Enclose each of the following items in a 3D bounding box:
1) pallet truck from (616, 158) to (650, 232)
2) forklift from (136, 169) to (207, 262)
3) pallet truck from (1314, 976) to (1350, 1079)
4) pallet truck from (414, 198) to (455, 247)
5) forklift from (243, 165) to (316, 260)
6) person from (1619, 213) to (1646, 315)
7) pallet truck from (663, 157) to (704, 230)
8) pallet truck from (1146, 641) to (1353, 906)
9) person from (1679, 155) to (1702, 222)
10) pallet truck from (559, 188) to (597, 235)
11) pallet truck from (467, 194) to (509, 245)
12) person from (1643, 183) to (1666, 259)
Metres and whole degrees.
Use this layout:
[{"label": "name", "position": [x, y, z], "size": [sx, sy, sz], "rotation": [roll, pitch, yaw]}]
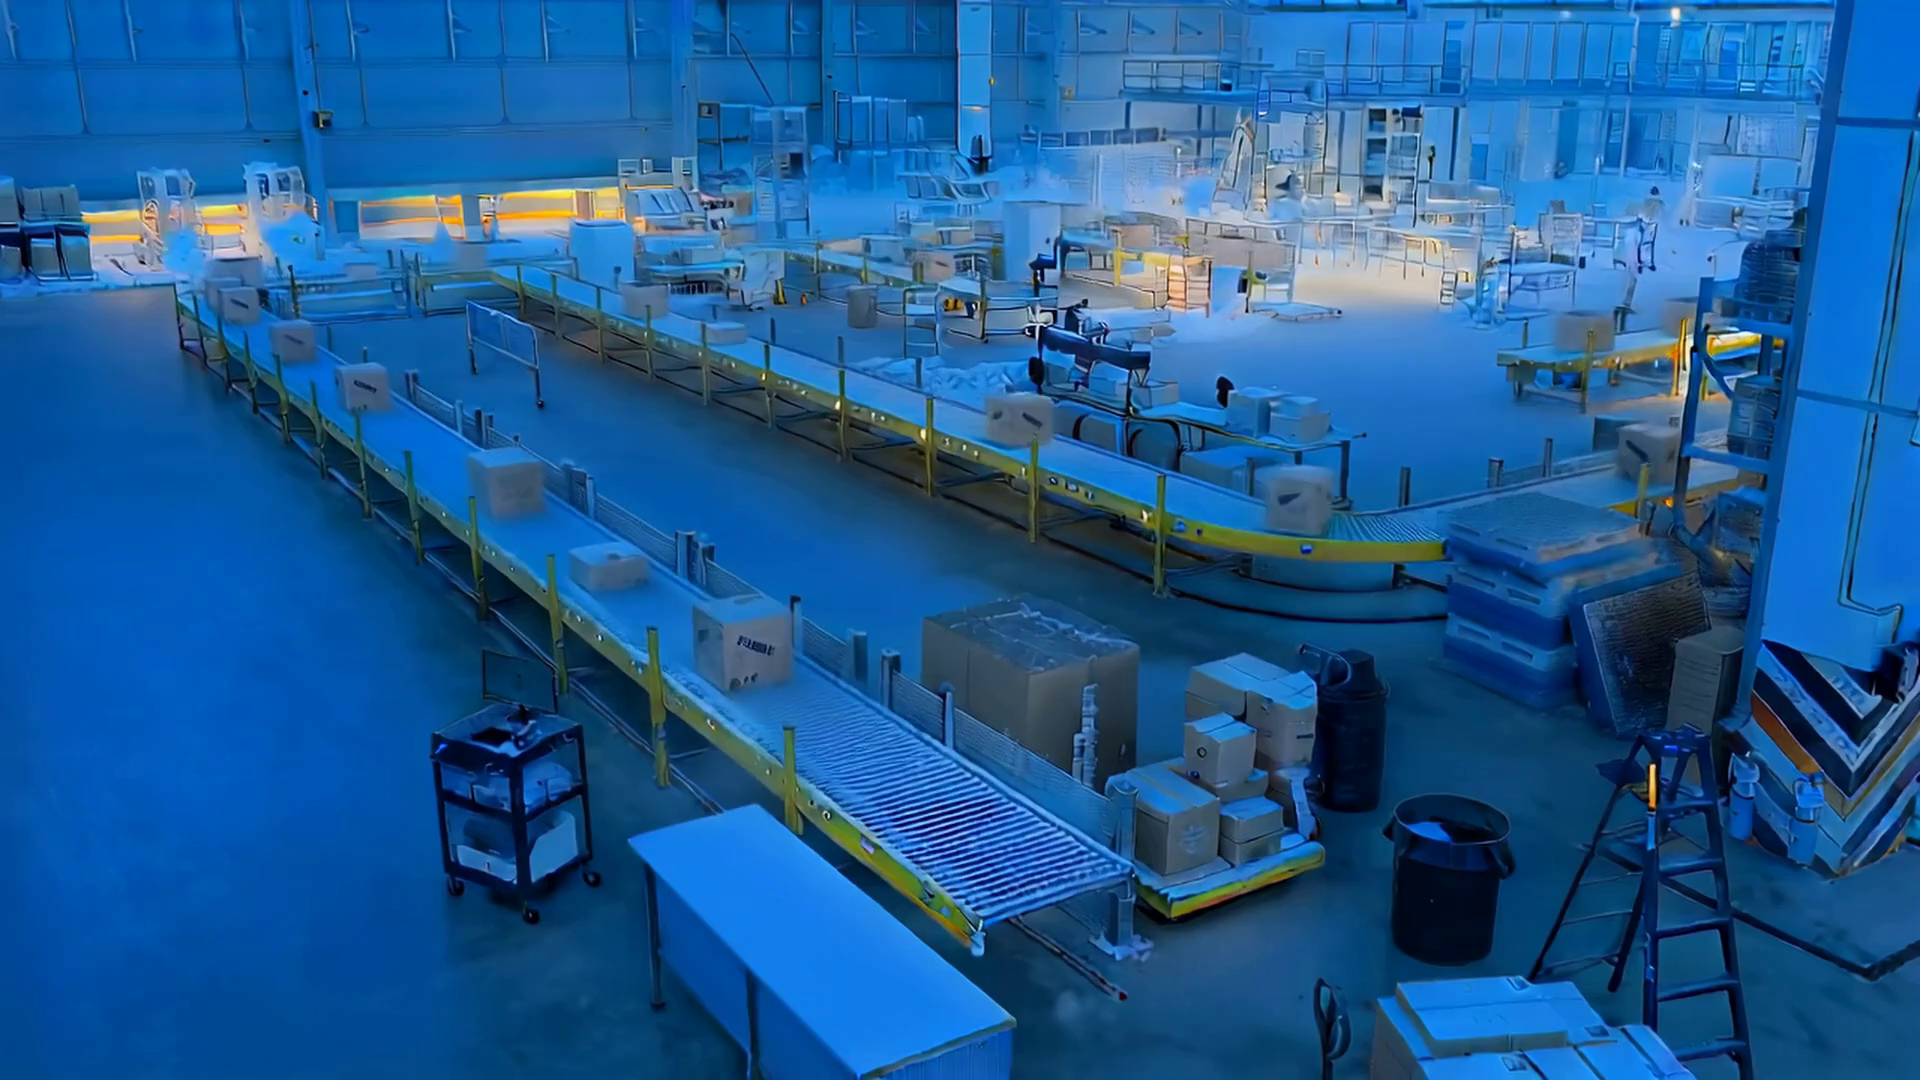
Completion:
[{"label": "pallet truck", "position": [-8.918, -9.176, 44.255], "size": [0.823, 1.965, 1.885], "rotation": [-9, 19, -27]}, {"label": "forklift", "position": [-17.842, -7.318, 37.559], "size": [1.157, 1.987, 2.680], "rotation": [-10, 20, -31]}, {"label": "pallet truck", "position": [2.299, 2.390, 7.086], "size": [1.601, 1.201, 0.680], "rotation": [-2, 17, -7]}, {"label": "pallet truck", "position": [-13.250, -8.060, 41.856], "size": [0.680, 1.201, 1.601], "rotation": [-10, 20, -31]}, {"label": "forklift", "position": [-15.898, -7.669, 38.708], "size": [1.157, 1.987, 2.680], "rotation": [-11, 20, -33]}, {"label": "person", "position": [12.609, -5.169, 31.137], "size": [0.336, 1.873, 0.521], "rotation": [-1, 17, -5]}, {"label": "pallet truck", "position": [-7.586, -9.308, 44.692], "size": [0.823, 1.965, 1.885], "rotation": [-11, 20, -33]}, {"label": "pallet truck", "position": [1.664, 1.407, 10.232], "size": [1.630, 1.274, 0.653], "rotation": [-10, 20, -31]}, {"label": "person", "position": [20.571, -9.898, 46.865], "size": [0.612, 1.869, 0.419], "rotation": [-7, 18, -21]}, {"label": "pallet truck", "position": [-10.010, -8.652, 43.699], "size": [0.653, 1.274, 1.630], "rotation": [-10, 20, -31]}, {"label": "pallet truck", "position": [-11.983, -8.177, 42.137], "size": [0.704, 1.261, 1.522], "rotation": [-11, 20, -33]}, {"label": "person", "position": [16.318, -7.542, 39.242], "size": [0.530, 1.746, 0.659], "rotation": [1, 17, 3]}]
